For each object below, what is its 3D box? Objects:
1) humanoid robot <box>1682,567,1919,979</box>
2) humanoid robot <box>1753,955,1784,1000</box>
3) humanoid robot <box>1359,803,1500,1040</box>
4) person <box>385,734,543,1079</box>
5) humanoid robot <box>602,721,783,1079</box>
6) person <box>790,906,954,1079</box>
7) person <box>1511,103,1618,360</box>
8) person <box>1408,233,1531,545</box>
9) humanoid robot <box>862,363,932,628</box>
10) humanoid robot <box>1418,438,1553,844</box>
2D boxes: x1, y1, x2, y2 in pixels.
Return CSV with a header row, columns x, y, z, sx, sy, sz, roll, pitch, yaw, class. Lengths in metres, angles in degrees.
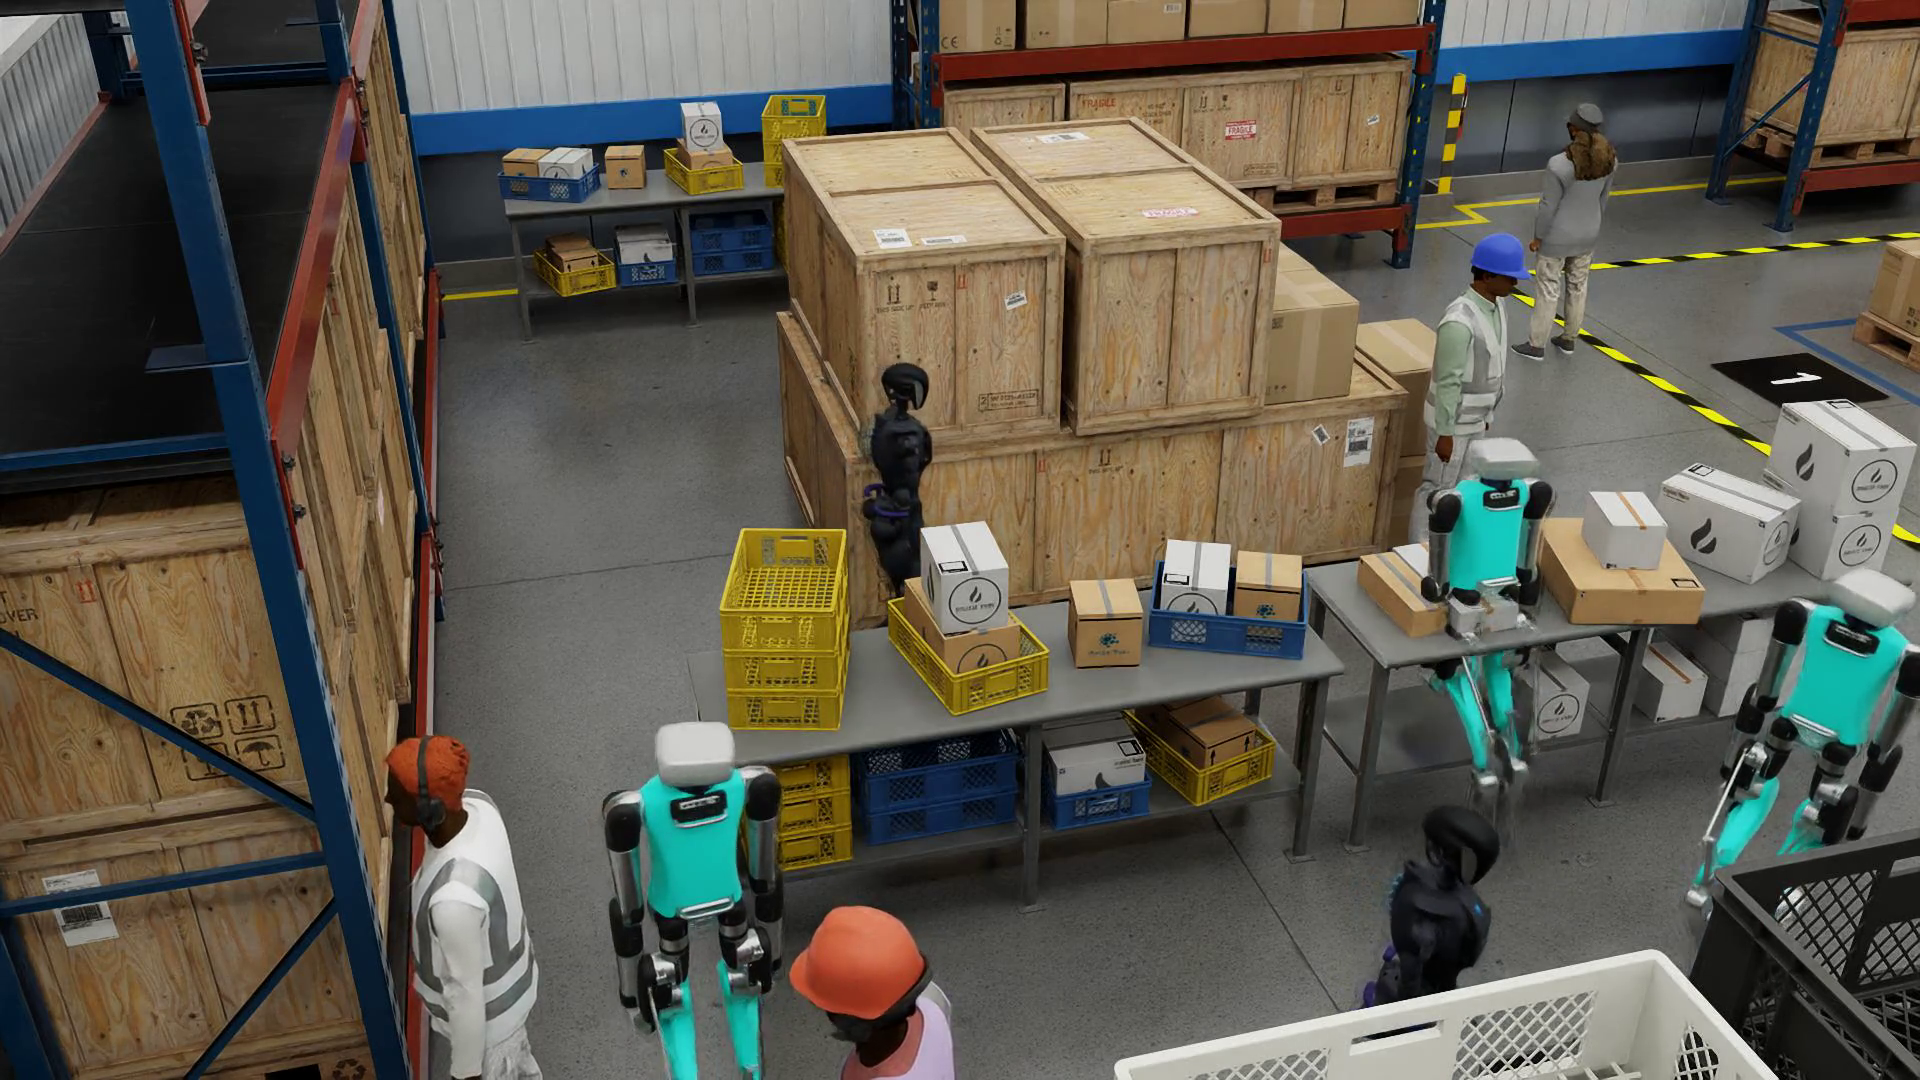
x,y,z,sx,sy,sz,roll,pitch,yaw,class
2.895,0.954,5.861,1.032,1.721,0.560,-25,38,-38,humanoid robot
1.943,1.739,4.491,0.353,1.651,0.593,-16,33,-27,humanoid robot
1.393,1.479,4.969,0.396,1.649,0.611,16,33,27,humanoid robot
-1.436,1.375,4.963,0.354,1.878,0.576,-5,29,-9,person
-0.724,1.449,5.046,0.560,1.870,0.685,-12,31,-20,humanoid robot
-0.204,1.728,4.145,0.379,2.040,0.614,4,29,7,person
4.156,-2.088,11.351,0.572,1.768,0.398,-12,31,-20,person
2.596,-0.645,8.560,0.411,1.939,0.602,20,35,32,person
-0.301,-0.047,7.739,0.374,1.642,0.611,-8,30,-14,humanoid robot
2.165,0.568,6.682,0.539,1.884,0.754,-9,30,-16,humanoid robot
